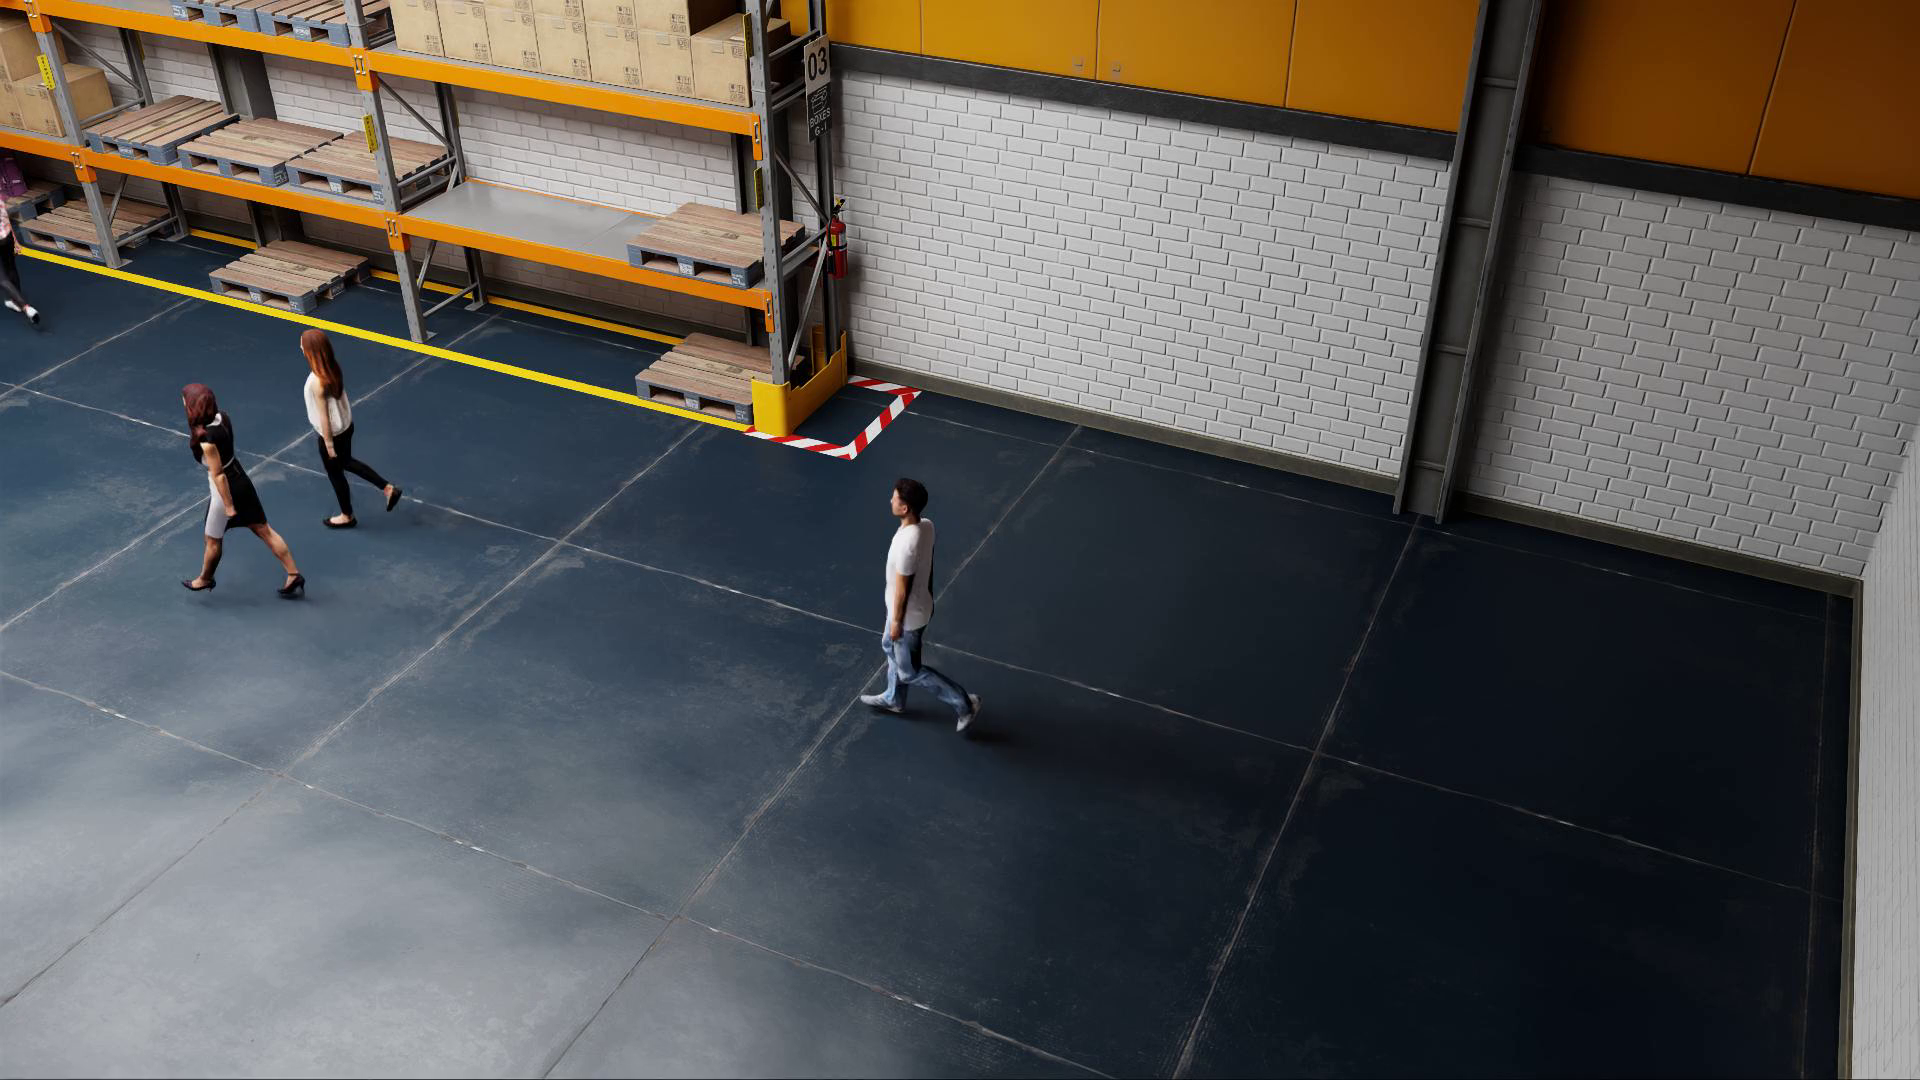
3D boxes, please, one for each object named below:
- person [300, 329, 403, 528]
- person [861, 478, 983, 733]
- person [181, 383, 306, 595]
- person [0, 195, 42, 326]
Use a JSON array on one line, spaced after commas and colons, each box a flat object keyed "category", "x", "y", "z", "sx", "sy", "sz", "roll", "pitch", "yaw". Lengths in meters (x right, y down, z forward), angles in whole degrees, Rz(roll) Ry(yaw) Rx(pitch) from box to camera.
[{"category": "person", "x": -4.694, "y": -0.837, "z": 12.717, "sx": 0.964, "sy": 1.712, "sz": 0.797, "roll": 1, "pitch": 34, "yaw": 1}, {"category": "person", "x": -0.242, "y": 0.463, "z": 10.654, "sx": 1.161, "sy": 1.829, "sz": 0.856, "roll": 6, "pitch": 34, "yaw": 10}, {"category": "person", "x": -5.106, "y": -0.305, "z": 11.877, "sx": 1.206, "sy": 1.755, "sz": 0.916, "roll": 1, "pitch": 34, "yaw": 1}, {"category": "person", "x": -9.095, "y": -2.771, "z": 15.730, "sx": 1.133, "sy": 1.598, "sz": 0.746, "roll": 25, "pitch": 41, "yaw": 32}]
